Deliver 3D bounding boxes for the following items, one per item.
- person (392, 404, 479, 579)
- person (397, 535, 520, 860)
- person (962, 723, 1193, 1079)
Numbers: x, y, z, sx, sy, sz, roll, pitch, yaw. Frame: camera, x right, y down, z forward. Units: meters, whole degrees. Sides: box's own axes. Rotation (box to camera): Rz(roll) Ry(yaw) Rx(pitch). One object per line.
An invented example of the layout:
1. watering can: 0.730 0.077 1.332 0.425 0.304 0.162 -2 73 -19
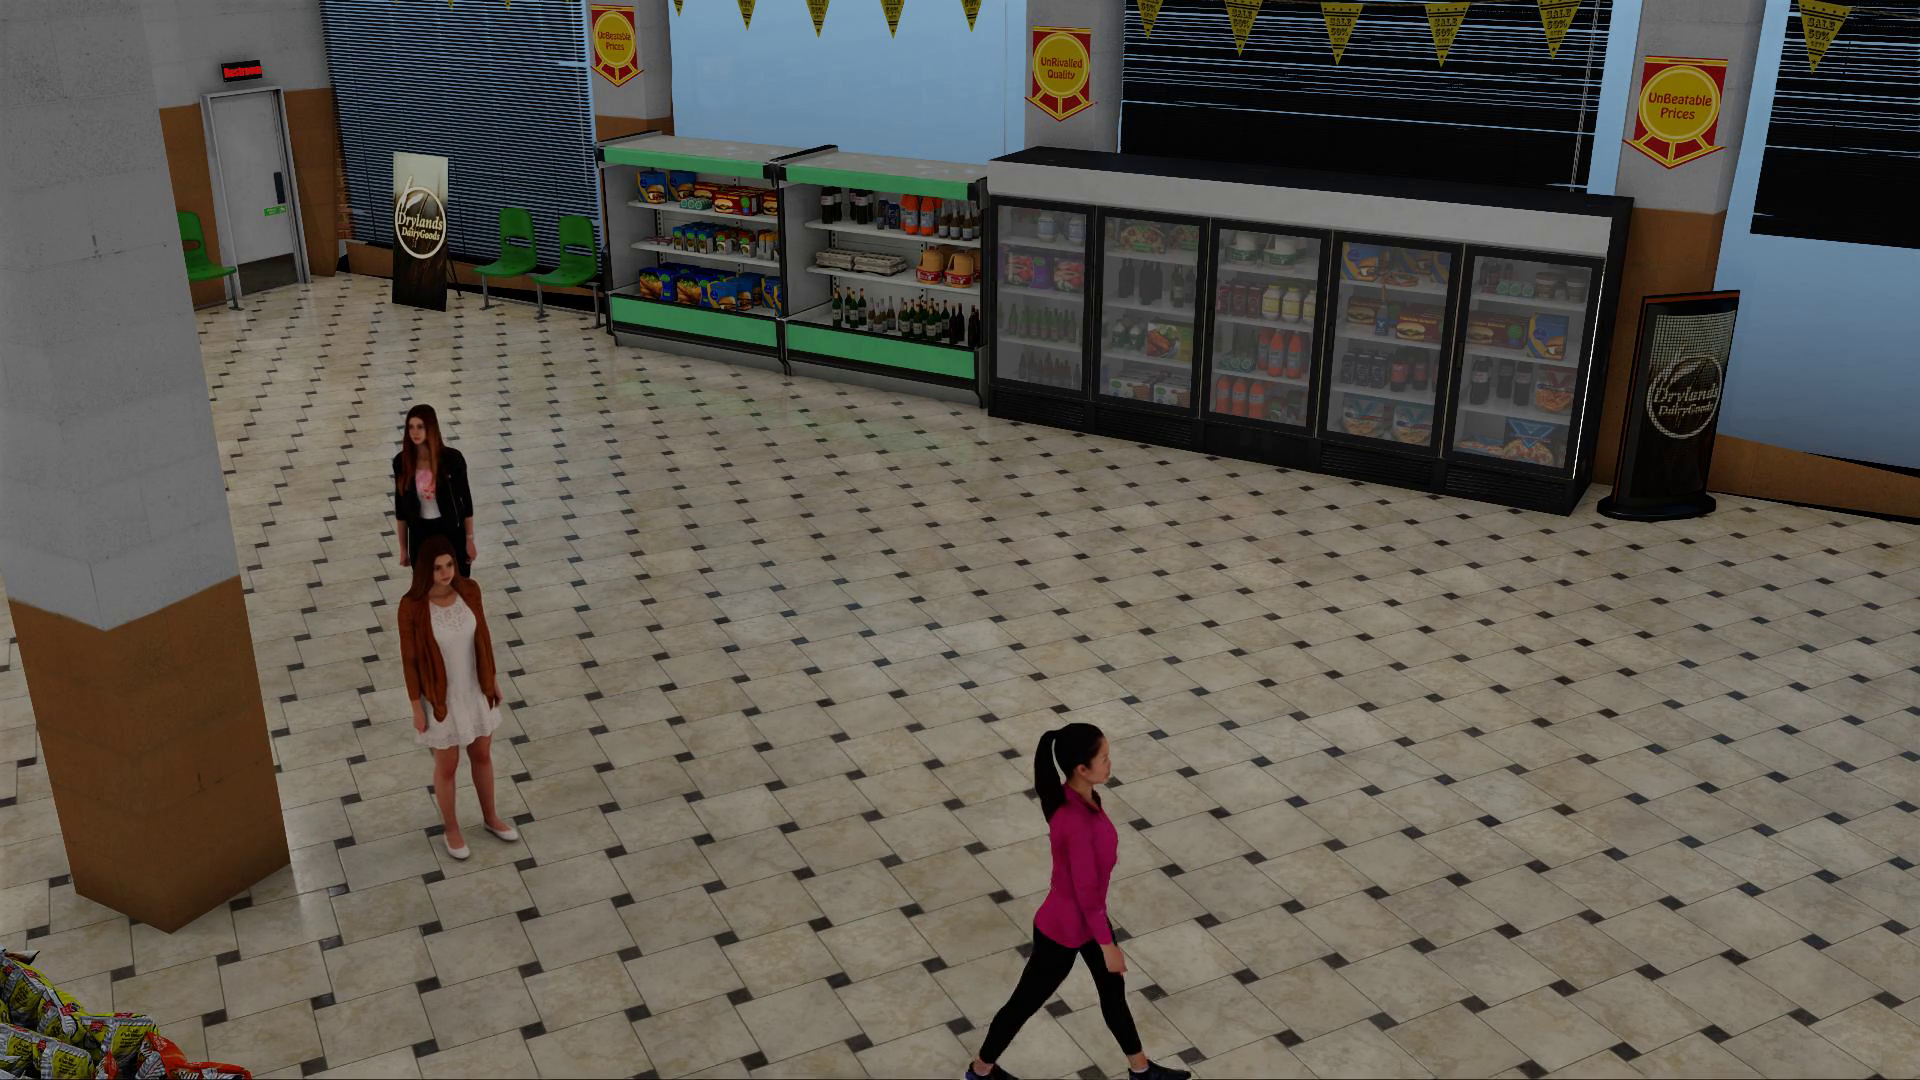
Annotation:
1. person: -3.142 -0.010 10.045 0.647 1.708 0.756 -1 22 -2
2. person: -2.494 0.743 8.166 0.670 1.712 0.641 -20 30 -41
3. person: 0.331 1.489 6.387 1.210 1.655 0.891 3 22 7
